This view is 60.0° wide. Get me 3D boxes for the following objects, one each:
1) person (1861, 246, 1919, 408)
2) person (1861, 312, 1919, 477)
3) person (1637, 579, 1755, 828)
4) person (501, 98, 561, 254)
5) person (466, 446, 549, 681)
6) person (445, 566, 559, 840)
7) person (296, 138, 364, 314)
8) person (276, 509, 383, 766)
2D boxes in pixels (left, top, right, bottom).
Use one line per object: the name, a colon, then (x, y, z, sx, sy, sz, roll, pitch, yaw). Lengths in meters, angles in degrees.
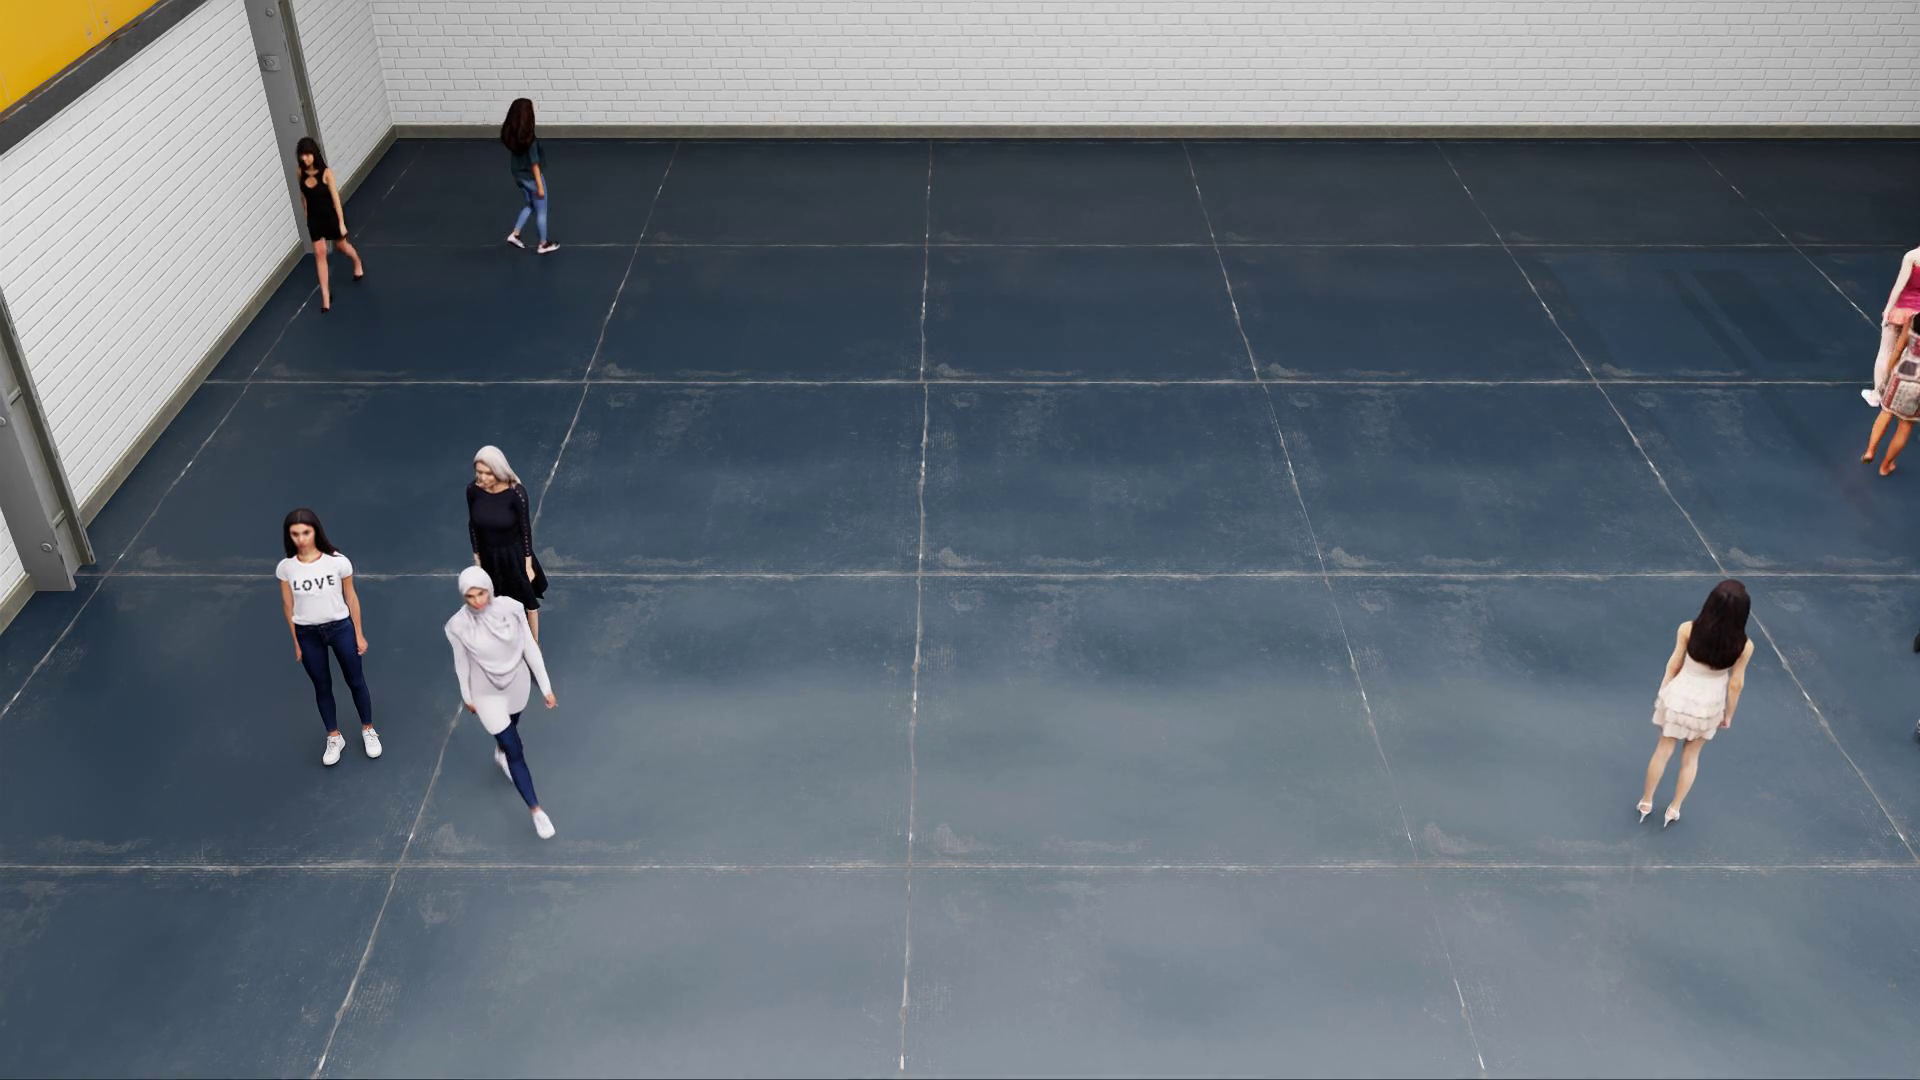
person: (7.960, -1.872, 13.896, 0.583, 1.744, 0.741, 2, 34, 3)
person: (7.432, -1.211, 12.998, 0.809, 1.638, 0.869, 29, 43, 36)
person: (4.230, 0.967, 9.633, 0.653, 1.735, 0.660, 16, 37, 23)
person: (-4.363, -3.589, 16.604, 0.908, 1.606, 0.849, -29, 43, -36)
person: (-2.962, 0.154, 10.845, 0.627, 1.748, 0.605, 5, 34, 7)
person: (-2.726, 0.848, 9.823, 1.077, 1.722, 1.267, -21, 39, -29)
person: (-5.968, -3.041, 15.784, 0.627, 1.601, 1.090, 2, 34, 3)
person: (-3.867, 0.587, 10.171, 0.642, 1.772, 0.612, -9, 35, -13)
